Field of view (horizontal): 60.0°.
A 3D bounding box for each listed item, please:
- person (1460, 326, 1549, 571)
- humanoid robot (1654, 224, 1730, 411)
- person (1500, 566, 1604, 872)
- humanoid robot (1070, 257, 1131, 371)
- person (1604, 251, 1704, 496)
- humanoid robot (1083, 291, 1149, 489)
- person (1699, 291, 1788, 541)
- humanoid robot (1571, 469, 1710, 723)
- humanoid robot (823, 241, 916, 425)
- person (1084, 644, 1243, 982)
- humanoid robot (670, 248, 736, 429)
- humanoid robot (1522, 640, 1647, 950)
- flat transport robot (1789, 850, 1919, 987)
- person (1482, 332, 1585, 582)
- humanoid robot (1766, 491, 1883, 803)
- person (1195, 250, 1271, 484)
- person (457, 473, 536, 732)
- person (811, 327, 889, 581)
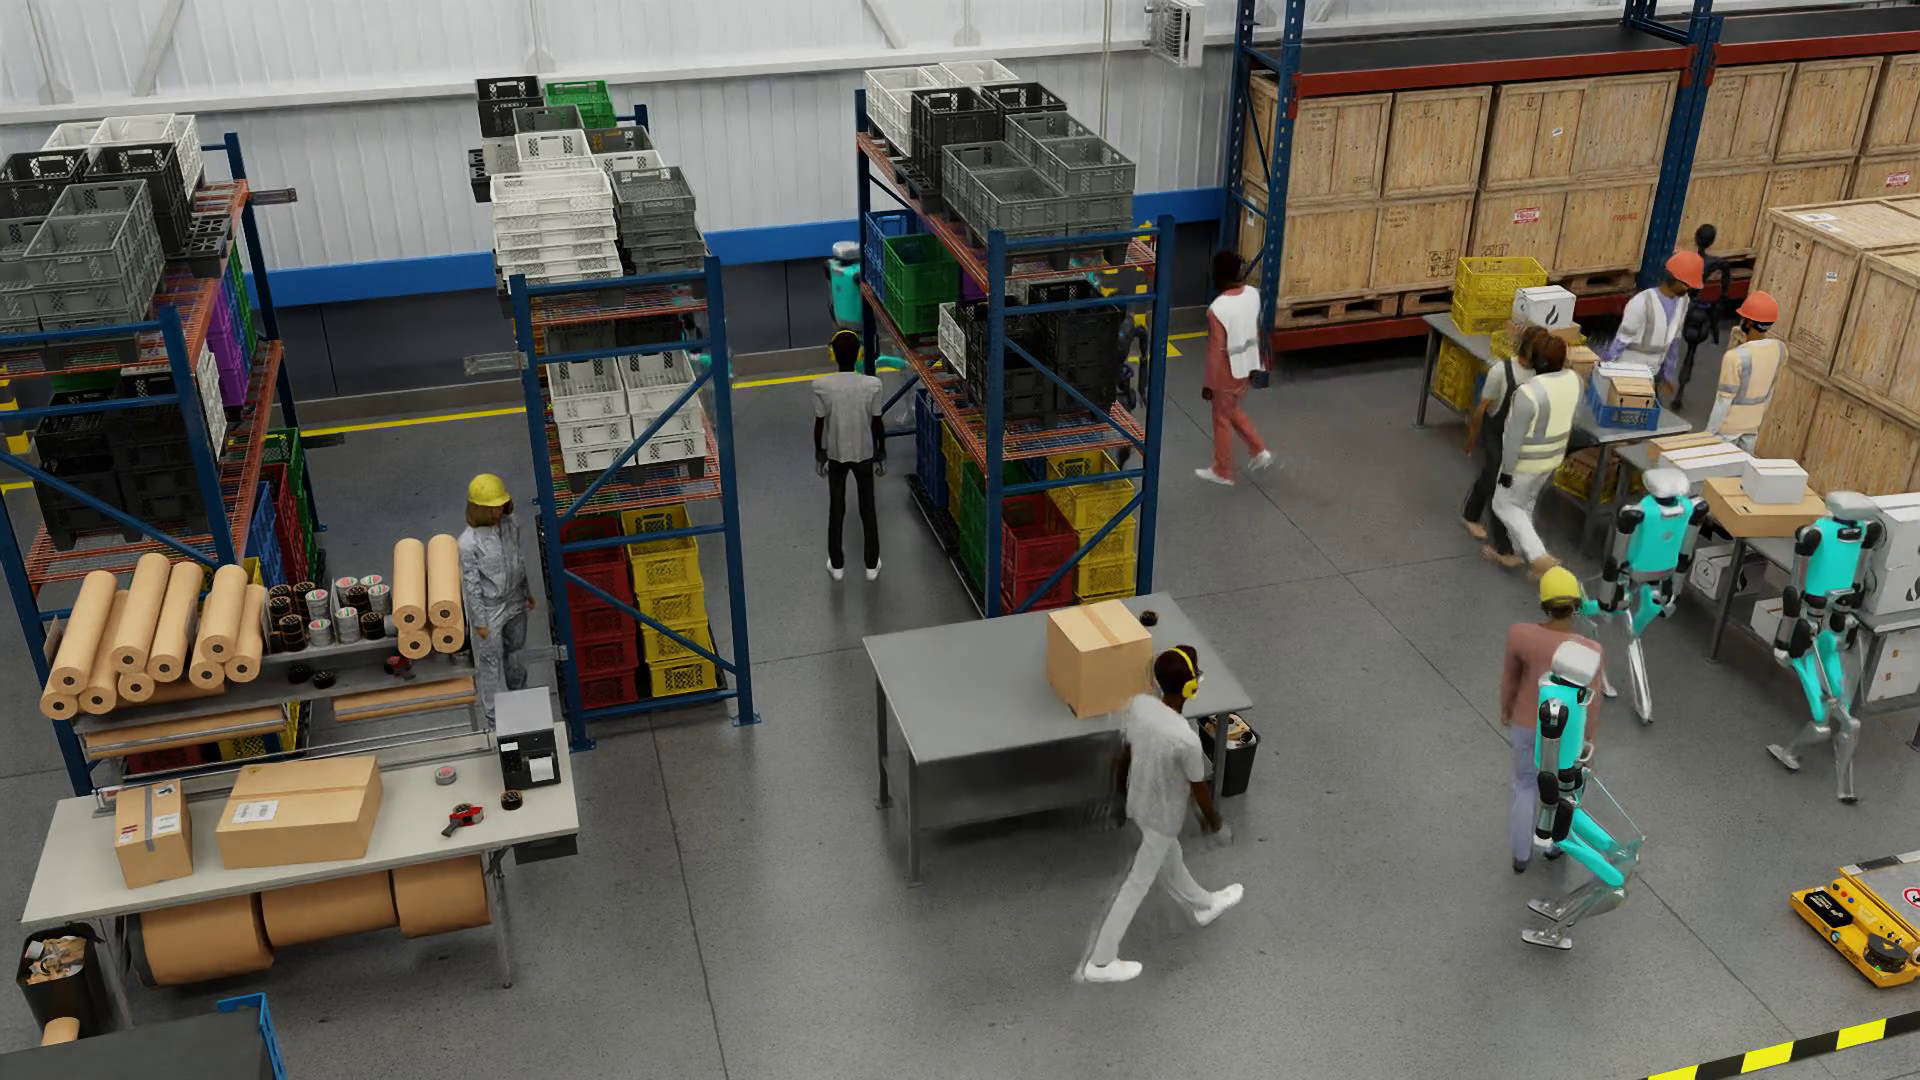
[{"bbox_3d":[3.933,-0.693,11.840,0.504,1.786,0.913,-10,30,-17],"label":"person"},{"bbox_3d":[6.167,-1.875,14.110,0.587,1.656,0.338,12,31,20],"label":"humanoid robot"},{"bbox_3d":[3.113,0.970,8.878,0.535,1.724,0.487,15,32,25],"label":"person"},{"bbox_3d":[1.218,-1.824,14.028,0.776,1.854,0.541,-5,29,-9],"label":"humanoid robot"},{"bbox_3d":[5.252,-1.223,12.621,0.686,1.974,1.004,-17,33,-28],"label":"person"},{"bbox_3d":[1.170,-1.120,12.765,0.593,1.665,0.421,-7,30,-13],"label":"humanoid robot"},{"bbox_3d":[5.580,-0.863,11.999,0.542,1.938,0.352,-13,31,-22],"label":"person"},{"bbox_3d":[4.056,0.264,10.138,0.561,1.733,0.883,-4,29,-7],"label":"humanoid robot"},{"bbox_3d":[-0.642,-1.666,13.717,0.989,1.781,0.530,-23,36,-35],"label":"humanoid robot"},{"bbox_3d":[1.060,1.326,8.142,1.028,1.806,0.522,-12,31,-20],"label":"person"},{"bbox_3d":[-2.166,-1.634,13.715,0.764,1.879,0.542,-22,36,-34],"label":"humanoid robot"},{"bbox_3d":[3.100,1.304,8.121,0.735,1.681,0.533,15,32,25],"label":"humanoid robot"},{"bbox_3d":[5.163,1.916,8.676,1.431,0.231,0.659,-8,30,-14],"label":"flat transport robot"},{"bbox_3d":[4.016,-0.547,11.552,0.630,1.822,0.629,-17,33,-28],"label":"person"},{"bbox_3d":[5.022,0.707,9.446,0.554,1.872,0.828,-8,30,-15],"label":"humanoid robot"},{"bbox_3d":[2.115,-1.299,12.835,0.510,1.897,0.611,20,35,32],"label":"person"},{"bbox_3d":[-2.724,0.392,9.914,0.297,1.744,0.483,14,32,23],"label":"person"},{"bbox_3d":[-0.754,-0.578,11.562,0.512,1.862,0.311,-1,29,-2],"label":"person"}]
